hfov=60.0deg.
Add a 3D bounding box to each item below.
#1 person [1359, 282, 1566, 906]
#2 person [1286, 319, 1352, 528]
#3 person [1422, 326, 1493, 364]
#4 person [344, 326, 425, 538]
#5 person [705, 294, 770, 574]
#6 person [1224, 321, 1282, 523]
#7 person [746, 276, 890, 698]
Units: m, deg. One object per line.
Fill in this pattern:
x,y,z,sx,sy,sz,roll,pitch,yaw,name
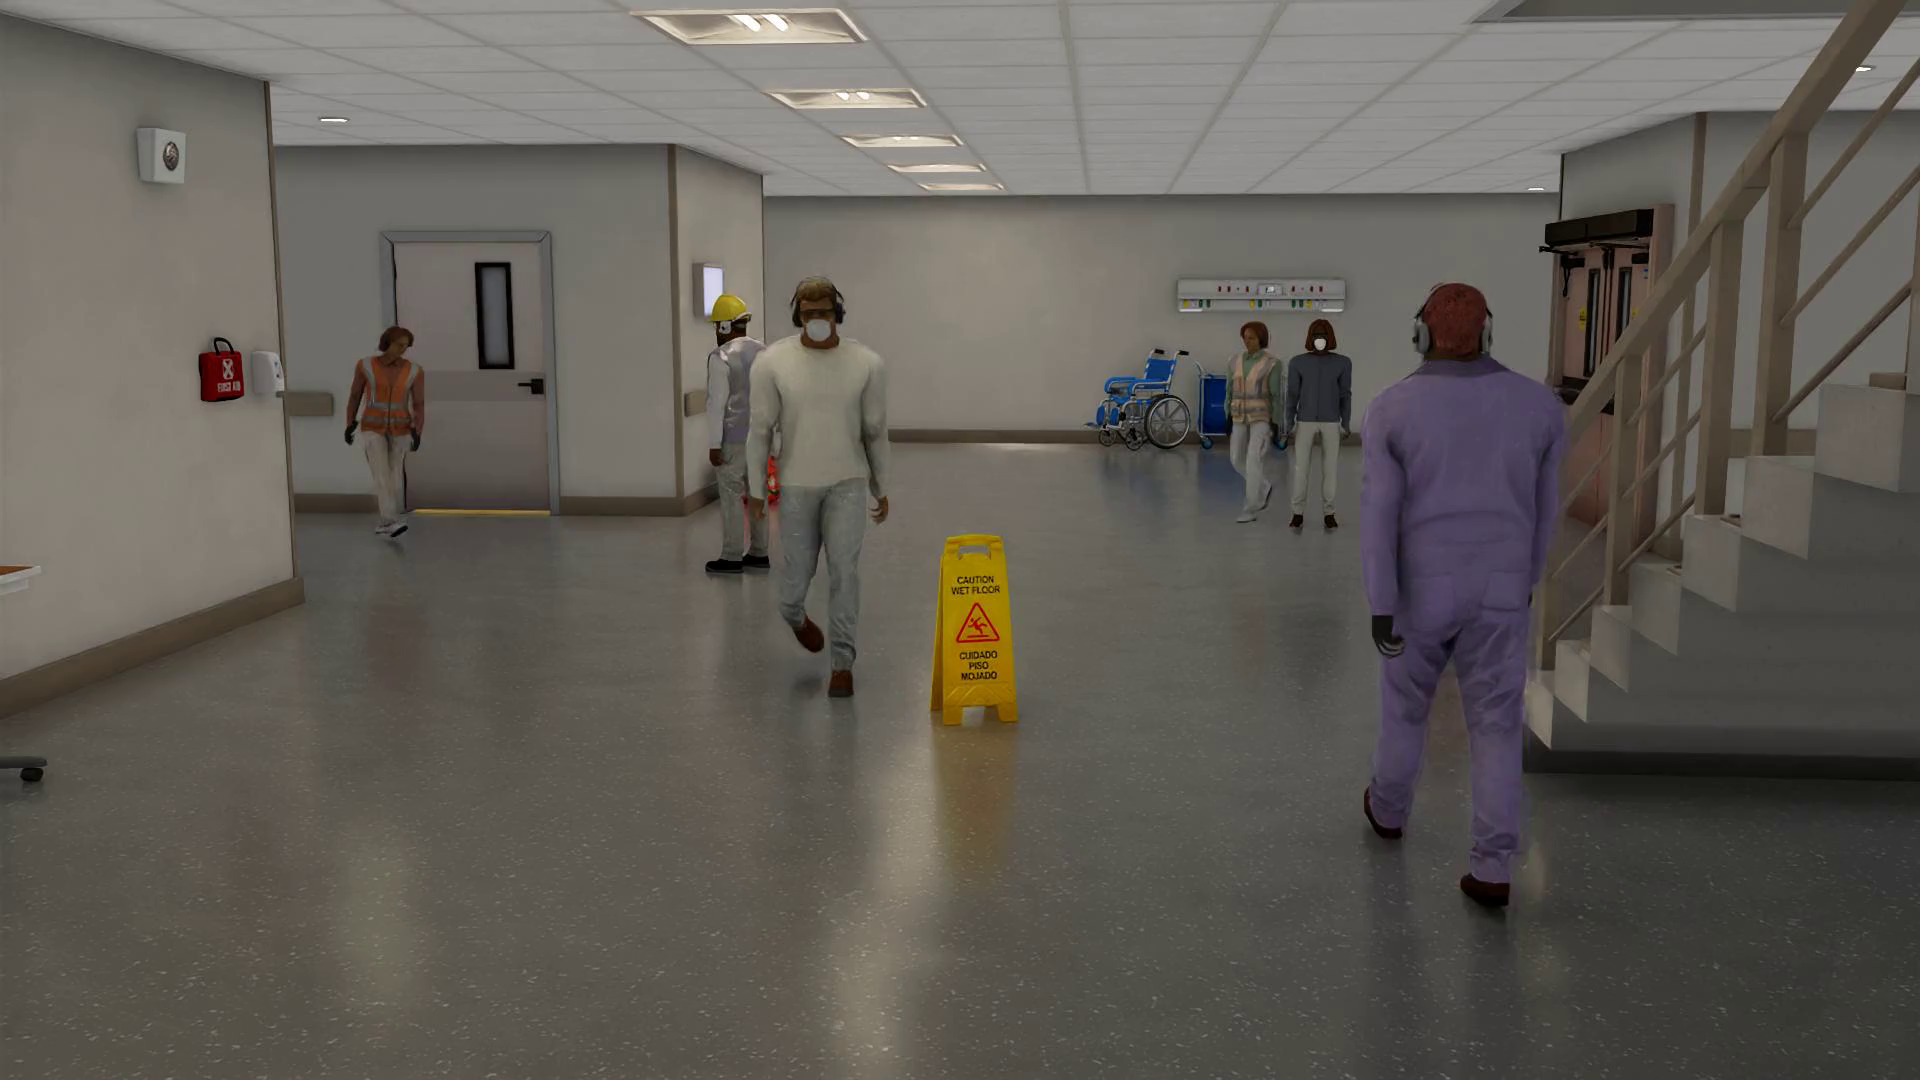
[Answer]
1.533,0.138,5.173,0.639,1.856,1.015,0,8,1,person
2.797,-0.904,12.986,0.507,1.632,0.275,1,8,9,person
4.686,-1.430,15.728,0.637,1.884,1.007,3,9,17,person
-4.284,-0.800,12.430,0.566,1.578,0.844,-5,9,-28,person
-1.462,-0.689,10.899,0.403,1.824,0.590,5,10,31,person
2.396,-0.962,13.456,0.521,1.616,0.616,8,12,43,person
-0.662,-0.267,7.733,0.660,1.910,0.756,-1,8,-10,person
